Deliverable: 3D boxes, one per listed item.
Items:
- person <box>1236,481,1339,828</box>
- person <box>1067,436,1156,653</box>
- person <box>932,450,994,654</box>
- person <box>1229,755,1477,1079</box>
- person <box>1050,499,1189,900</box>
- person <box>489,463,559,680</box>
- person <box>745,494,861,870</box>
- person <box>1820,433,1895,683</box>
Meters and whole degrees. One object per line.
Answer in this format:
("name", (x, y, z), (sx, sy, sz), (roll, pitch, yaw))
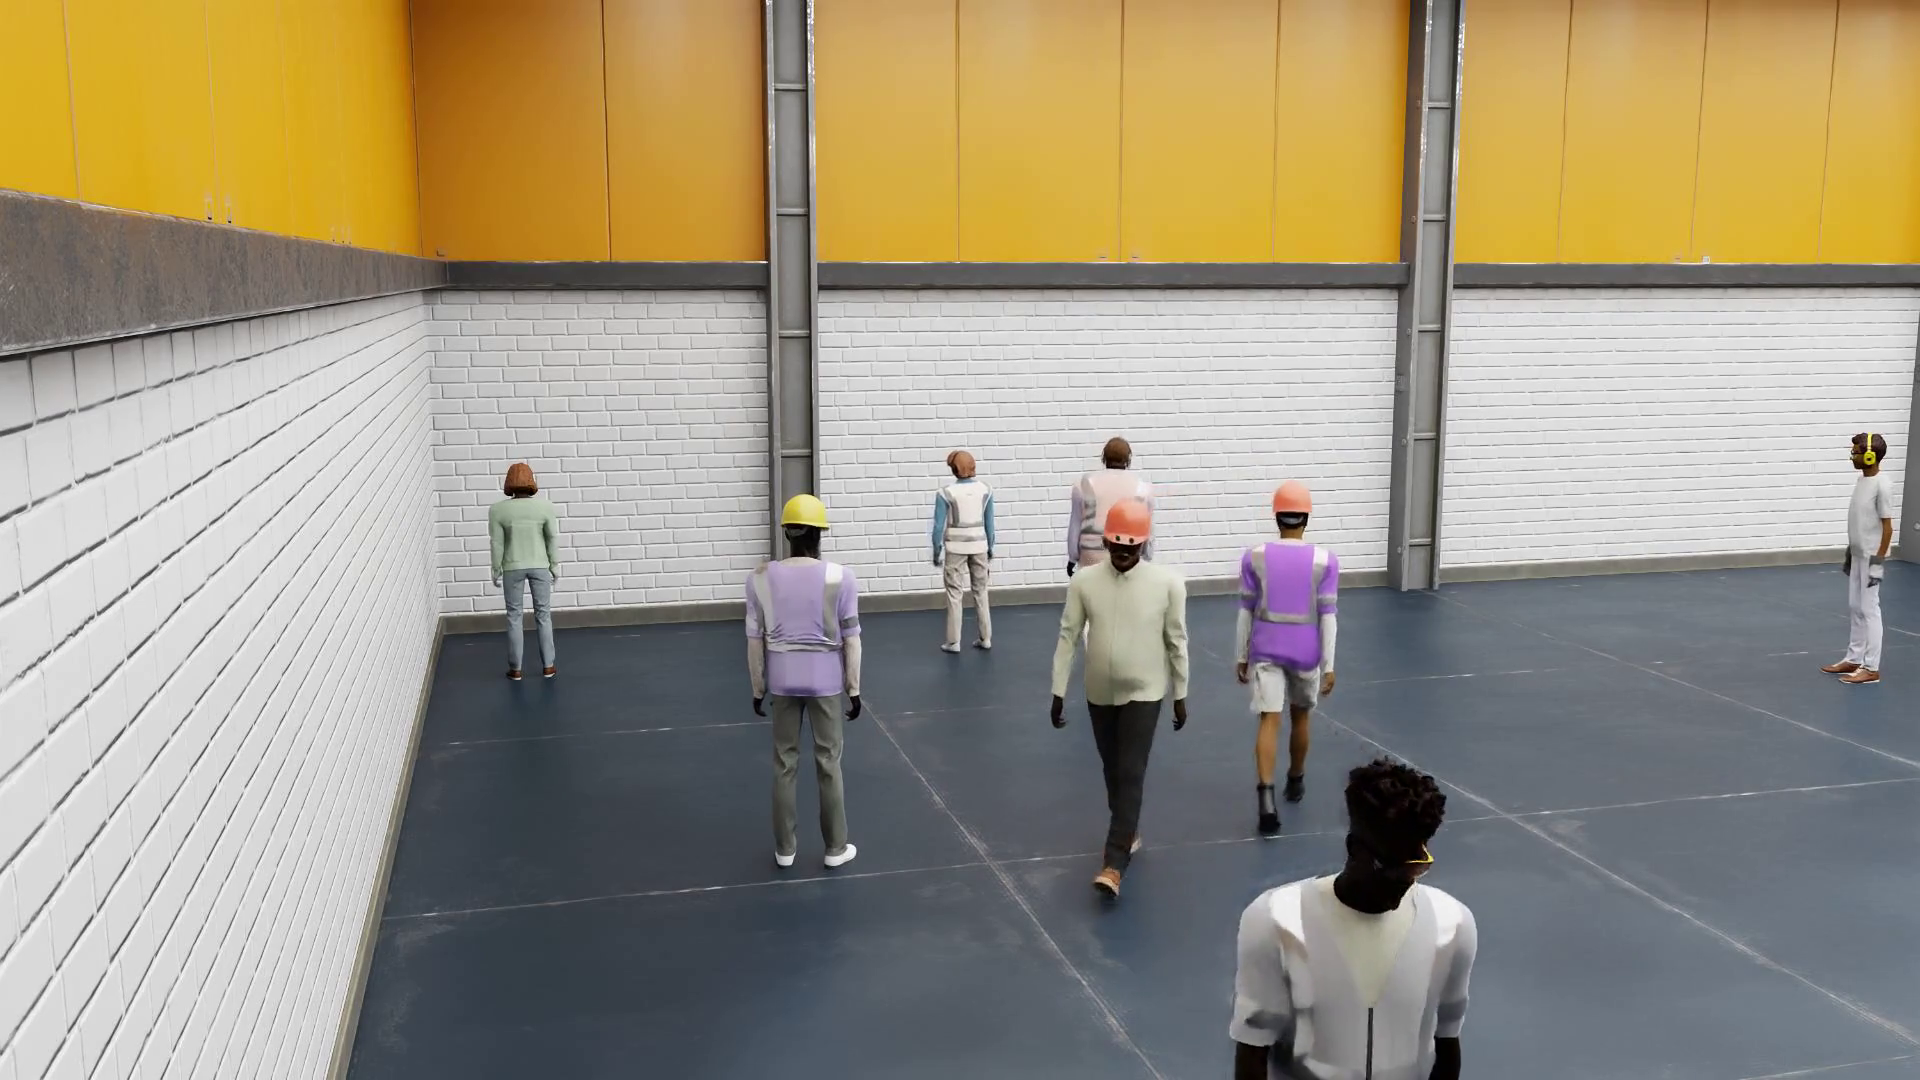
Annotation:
("person", (1.802, 0.624, 9.224), (0.547, 1.895, 0.961), (2, 9, 14))
("person", (1.130, 0.140, 12.408), (0.667, 1.829, 0.631), (0, 9, 1))
("person", (0.038, 0.098, 13.287), (0.526, 1.634, 0.318), (-4, 10, -22))
("person", (0.955, 1.436, 4.112), (0.608, 1.902, 1.061), (0, 9, 1))
("person", (0.759, 0.760, 8.207), (0.662, 1.923, 1.054), (4, 10, 21))
("person", (-3.249, 0.234, 12.431), (0.497, 1.632, 0.289), (-3, 10, -18))
("person", (-0.786, 0.727, 8.464), (0.584, 1.918, 0.381), (1, 9, 6))
("person", (6.699, 0.137, 12.328), (0.335, 1.864, 0.521), (1, 9, 7))
